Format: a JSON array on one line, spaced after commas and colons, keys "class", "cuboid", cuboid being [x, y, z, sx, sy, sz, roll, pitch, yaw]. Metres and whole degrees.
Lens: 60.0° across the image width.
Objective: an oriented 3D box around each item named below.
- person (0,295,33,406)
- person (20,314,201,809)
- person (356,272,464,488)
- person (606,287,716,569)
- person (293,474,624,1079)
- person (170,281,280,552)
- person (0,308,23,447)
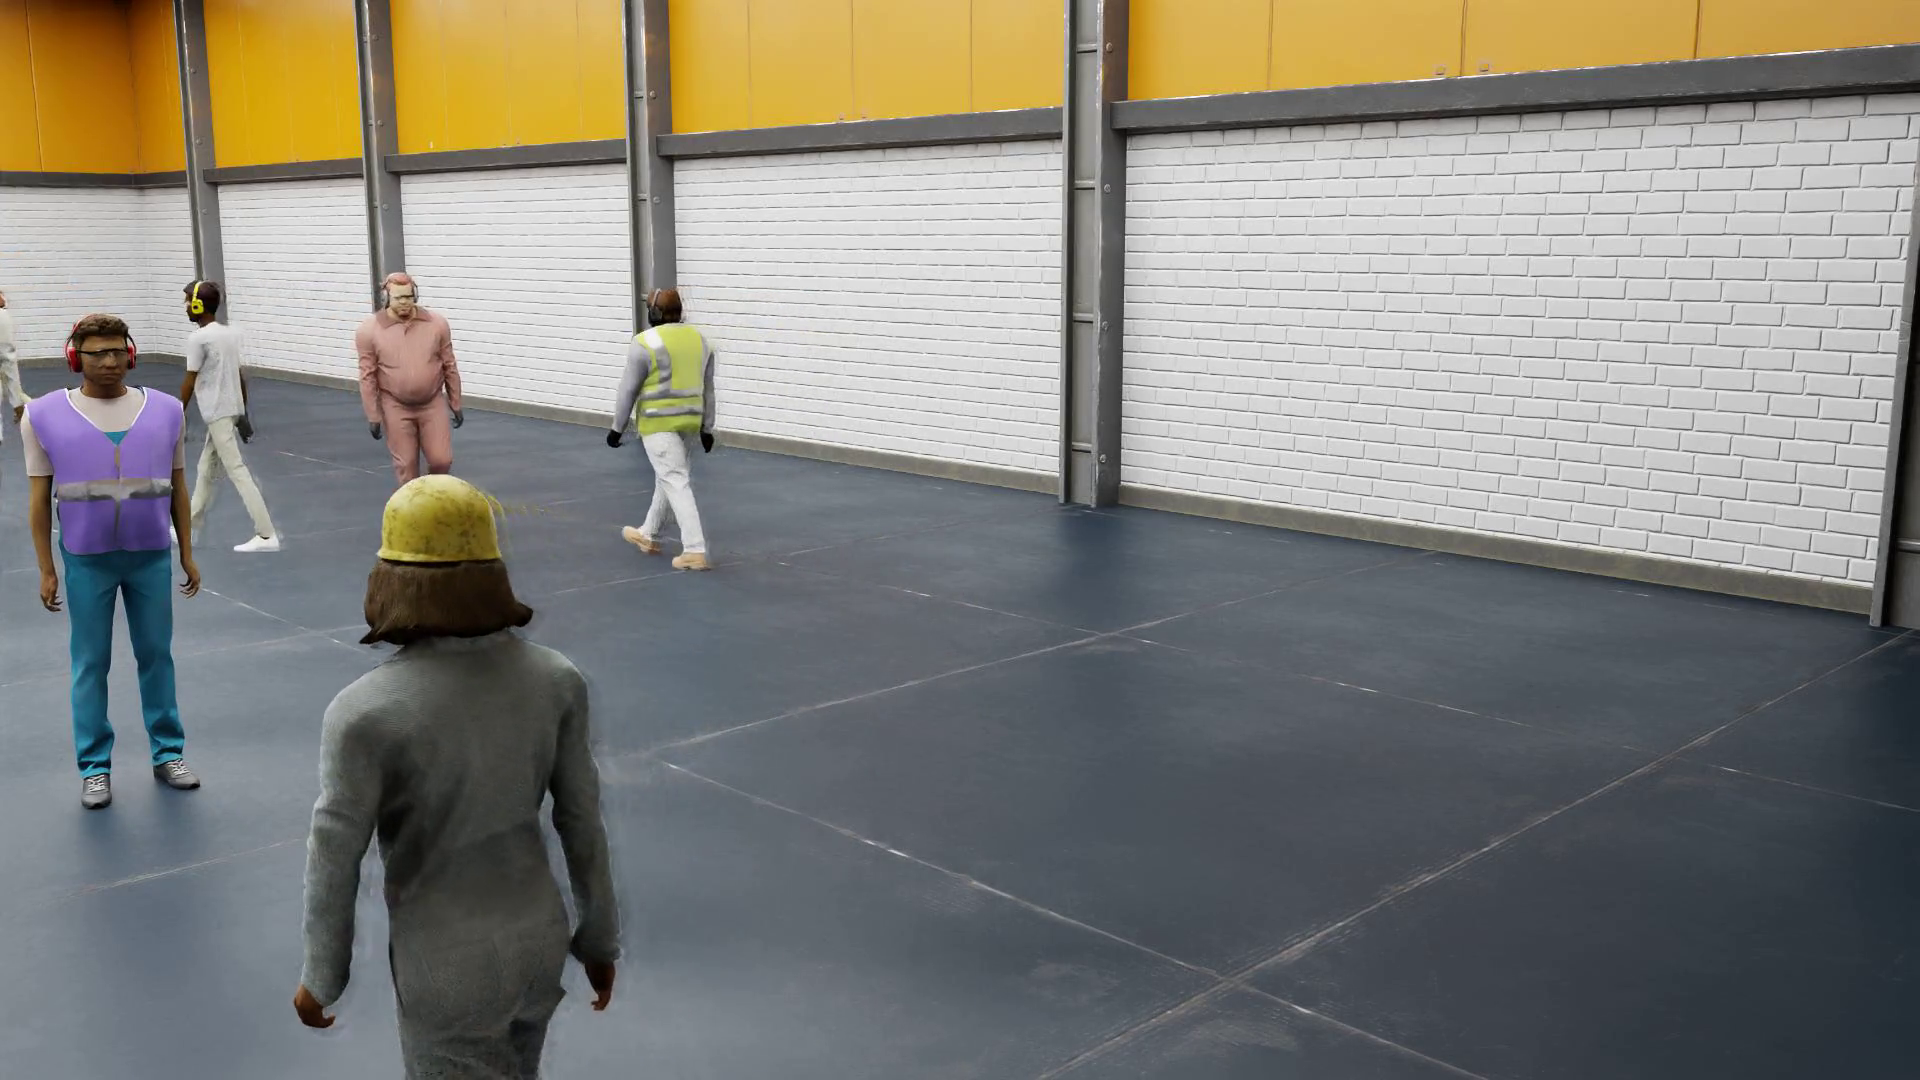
[{"class": "person", "cuboid": [-9.990, -1.844, 17.406, 0.808, 1.600, 0.497, -5, 11, -23]}, {"class": "person", "cuboid": [-3.196, 0.069, 6.305, 0.567, 1.843, 0.386, -9, 14, -40]}, {"class": "person", "cuboid": [-3.791, -0.909, 11.527, 0.692, 1.883, 0.419, -5, 12, -26]}, {"class": "person", "cuboid": [-1.941, -0.732, 10.805, 0.976, 1.789, 0.642, 8, 13, 37]}, {"class": "person", "cuboid": [-0.933, 0.739, 3.012, 0.780, 1.709, 0.500, 8, 13, 38]}, {"class": "person", "cuboid": [-5.072, -0.811, 11.150, 0.960, 1.820, 0.544, 0, 10, 0]}, {"class": "person", "cuboid": [-6.976, -0.984, 11.642, 0.646, 1.986, 1.025, -3, 11, -16]}]
